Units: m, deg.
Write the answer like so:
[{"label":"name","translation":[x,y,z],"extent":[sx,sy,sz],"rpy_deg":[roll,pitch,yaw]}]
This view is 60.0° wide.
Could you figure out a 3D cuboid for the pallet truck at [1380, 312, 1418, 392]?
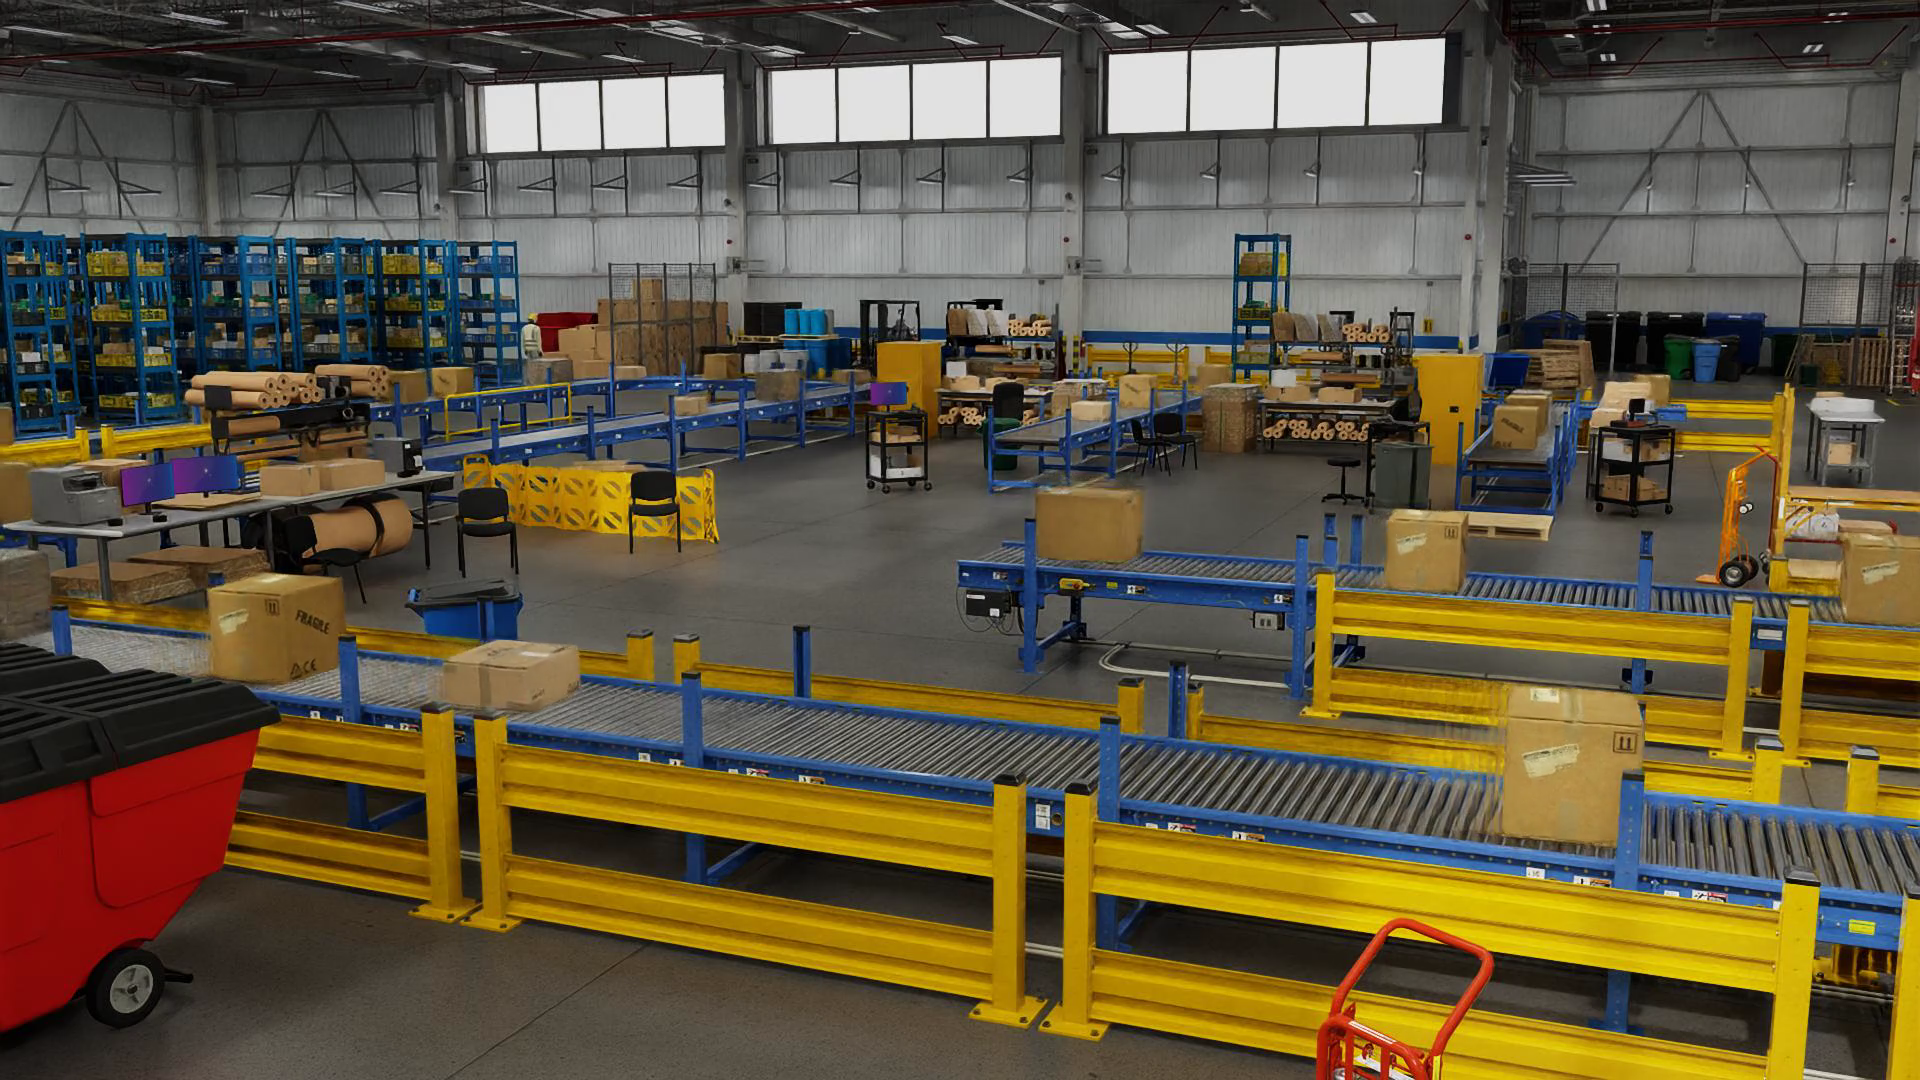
[{"label":"pallet truck","translation":[10.207,-4.283,38.369],"extent":[0.823,1.965,1.885],"rpy_deg":[3,10,20]}]

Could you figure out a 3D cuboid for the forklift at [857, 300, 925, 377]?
[{"label":"forklift","translation":[-1.732,-5.109,42.468],"extent":[1.157,1.987,2.680],"rpy_deg":[4,10,22]}]

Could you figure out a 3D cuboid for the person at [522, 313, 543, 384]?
[{"label":"person","translation":[-10.948,-4.917,42.721],"extent":[0.601,1.831,0.404],"rpy_deg":[6,11,31]}]

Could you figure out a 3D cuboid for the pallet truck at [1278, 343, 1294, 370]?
[{"label":"pallet truck","translation":[7.886,-4.163,39.743],"extent":[0.653,1.274,1.630],"rpy_deg":[4,10,22]}]

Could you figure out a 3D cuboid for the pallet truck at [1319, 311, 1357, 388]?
[{"label":"pallet truck","translation":[9.071,-4.419,39.190],"extent":[0.823,1.965,1.885],"rpy_deg":[5,10,26]}]

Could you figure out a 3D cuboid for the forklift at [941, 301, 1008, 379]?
[{"label":"forklift","translation":[0.365,-4.966,41.571],"extent":[1.157,1.987,2.680],"rpy_deg":[3,10,20]}]

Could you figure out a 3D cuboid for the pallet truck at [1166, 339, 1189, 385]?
[{"label":"pallet truck","translation":[5.418,-4.269,40.420],"extent":[0.704,1.261,1.522],"rpy_deg":[3,10,20]}]

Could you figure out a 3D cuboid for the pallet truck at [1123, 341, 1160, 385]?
[{"label":"pallet truck","translation":[4.445,-4.380,41.279],"extent":[0.680,1.201,1.601],"rpy_deg":[4,10,22]}]
